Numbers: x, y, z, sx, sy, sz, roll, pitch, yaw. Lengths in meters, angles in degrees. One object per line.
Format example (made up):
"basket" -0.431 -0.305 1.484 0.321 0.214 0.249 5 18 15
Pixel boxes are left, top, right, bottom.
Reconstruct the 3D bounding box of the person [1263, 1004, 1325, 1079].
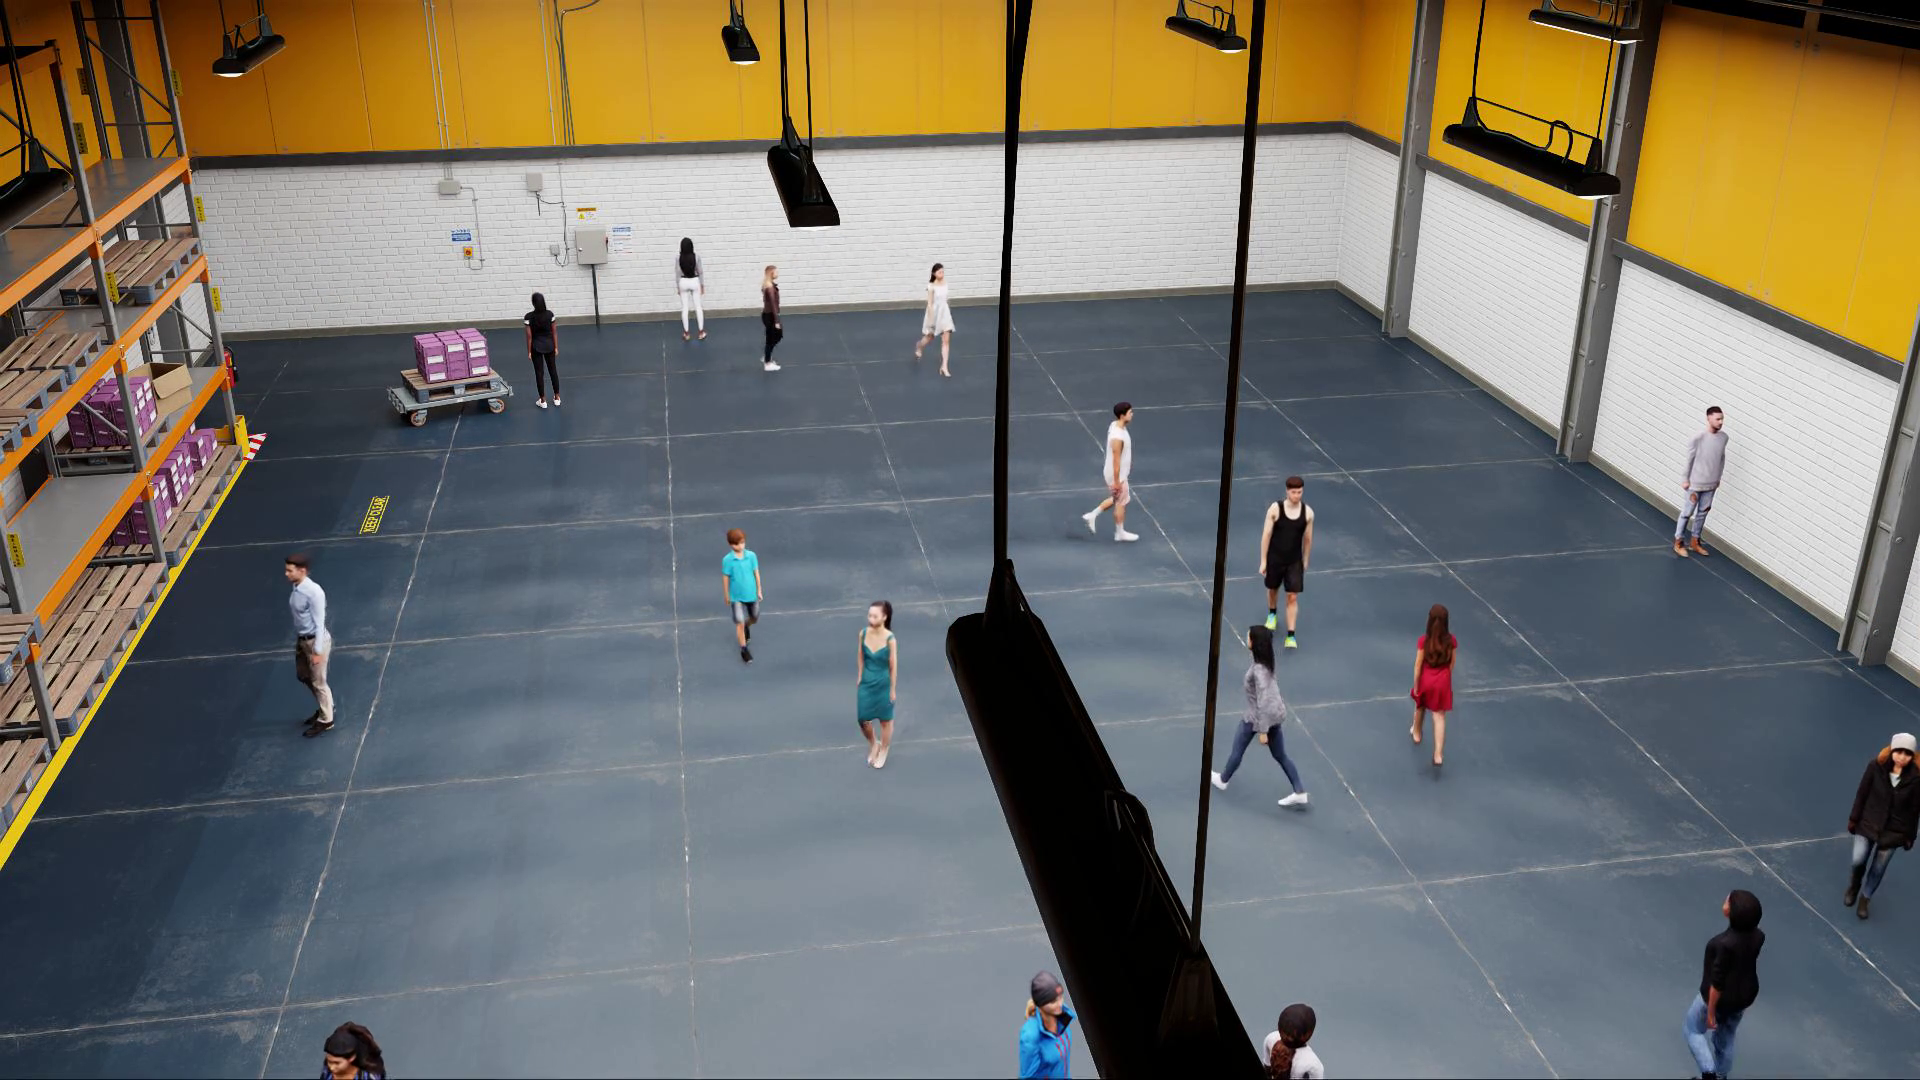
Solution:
"person" 1.998 3.520 10.073 0.730 1.719 0.630 -20 31 -38

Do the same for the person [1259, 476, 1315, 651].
"person" 3.406 0.183 17.563 0.916 1.834 1.252 2 24 6

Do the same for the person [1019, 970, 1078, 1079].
"person" 0.500 3.408 10.234 0.724 1.795 0.684 19 30 36

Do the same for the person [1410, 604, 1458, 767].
"person" 4.371 1.354 15.274 0.745 1.522 1.125 3 24 6

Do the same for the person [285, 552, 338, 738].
"person" -6.123 0.959 15.784 0.808 1.838 0.877 21 31 40

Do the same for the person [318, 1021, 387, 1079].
"person" -3.603 3.583 10.112 0.907 1.573 1.142 6 24 13

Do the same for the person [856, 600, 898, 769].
"person" -0.714 1.303 15.198 0.681 1.677 0.718 10 26 22

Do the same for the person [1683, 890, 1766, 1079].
"person" 5.150 3.113 11.041 0.617 1.689 0.696 -9 25 -19

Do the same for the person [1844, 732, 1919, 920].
"person" 7.301 2.216 13.166 0.749 1.630 0.789 12 26 26

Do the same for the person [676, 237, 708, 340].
"person" -4.511 -4.212 27.753 0.622 1.726 0.558 -2 24 -3

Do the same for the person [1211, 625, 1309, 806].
"person" 2.733 1.599 14.533 1.210 1.666 1.227 10 26 22

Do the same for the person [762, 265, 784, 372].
"person" -3.055 -3.475 26.109 0.669 1.693 0.514 -3 24 -6

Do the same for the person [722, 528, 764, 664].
"person" -2.266 0.523 17.284 0.649 1.435 0.896 -9 25 -19

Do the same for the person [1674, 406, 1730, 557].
"person" 8.745 -0.718 19.619 0.668 1.839 0.563 -5 24 -11

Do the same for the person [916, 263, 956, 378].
"person" -0.401 -3.451 25.988 0.964 1.744 1.188 -18 30 -36

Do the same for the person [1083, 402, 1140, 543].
"person" 1.807 -0.814 19.916 0.828 1.775 0.917 1 24 3

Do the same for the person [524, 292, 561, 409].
"person" -6.160 -2.819 24.554 0.680 1.735 0.675 -12 26 -26
